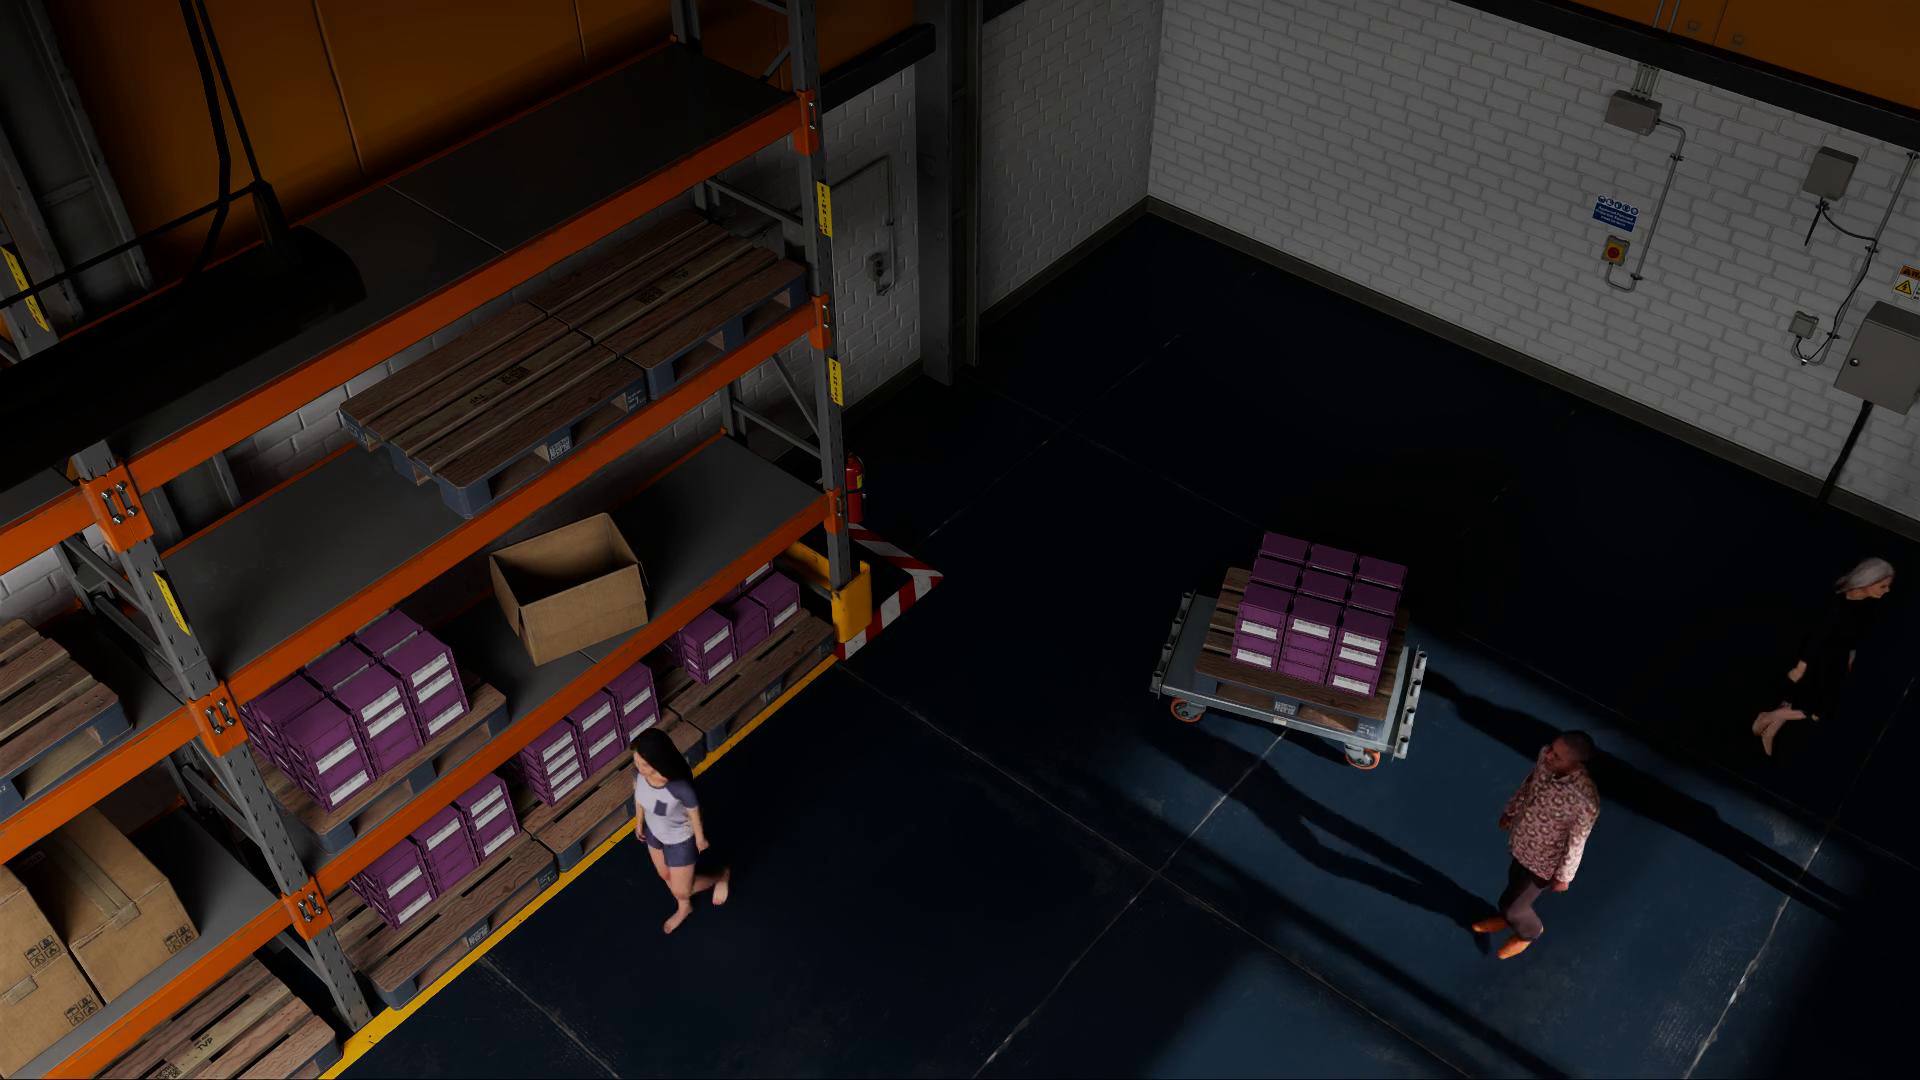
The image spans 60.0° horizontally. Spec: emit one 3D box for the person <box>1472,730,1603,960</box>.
[{"bbox_3d":[3.281,1.662,9.146,0.859,1.793,0.820,-7,44,-8],"label":"person"}]

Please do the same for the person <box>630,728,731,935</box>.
[{"bbox_3d":[-1.550,1.570,9.313,0.594,1.695,0.678,28,50,26],"label":"person"}]

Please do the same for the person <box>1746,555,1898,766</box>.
[{"bbox_3d":[5.210,0.691,10.209,0.746,1.732,0.773,-21,48,-21],"label":"person"}]
